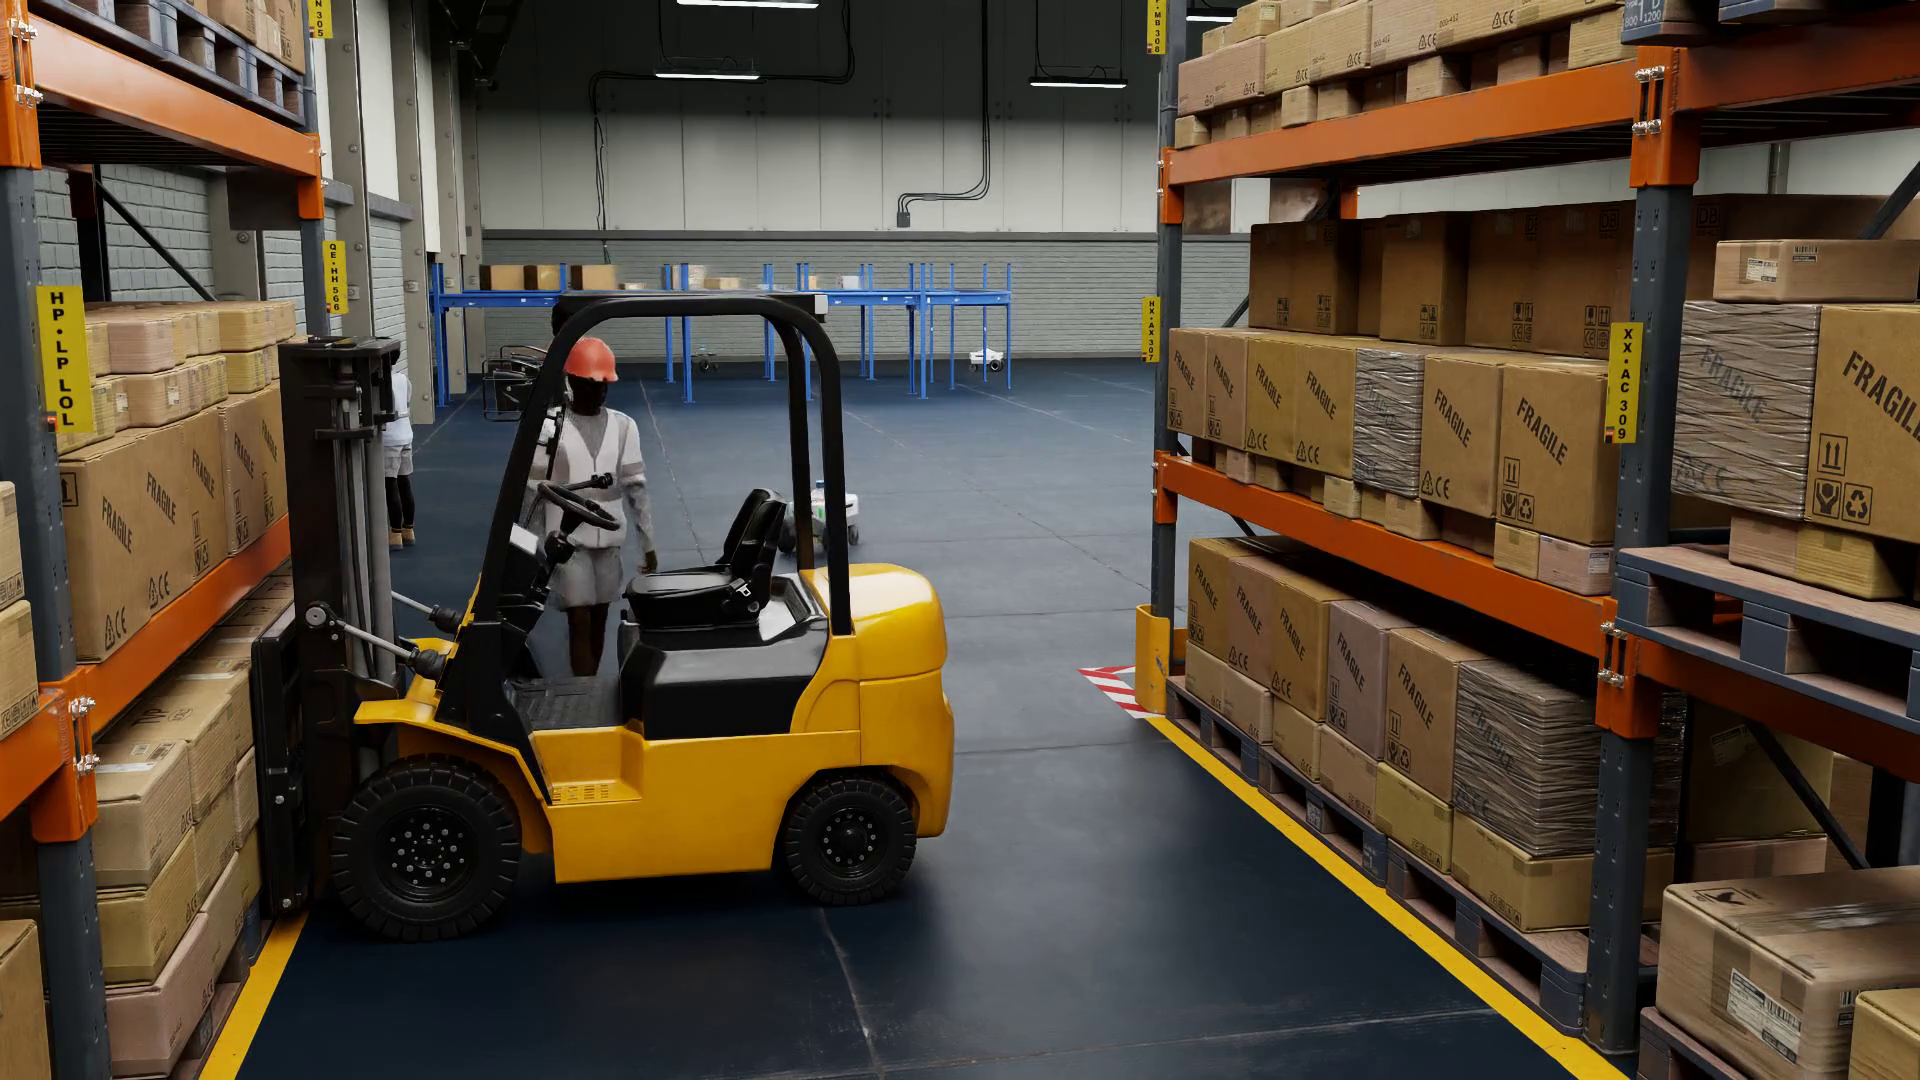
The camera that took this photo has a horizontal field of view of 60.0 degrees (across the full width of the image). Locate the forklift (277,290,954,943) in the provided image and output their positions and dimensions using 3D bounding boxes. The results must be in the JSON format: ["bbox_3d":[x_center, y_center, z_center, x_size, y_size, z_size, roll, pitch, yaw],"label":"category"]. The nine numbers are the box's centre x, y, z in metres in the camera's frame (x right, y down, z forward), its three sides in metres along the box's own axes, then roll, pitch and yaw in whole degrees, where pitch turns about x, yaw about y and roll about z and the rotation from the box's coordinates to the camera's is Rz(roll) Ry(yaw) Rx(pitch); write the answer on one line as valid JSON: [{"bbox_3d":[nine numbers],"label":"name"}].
[{"bbox_3d":[-1.179,0.175,6.143,2.313,2.155,1.214,-2,10,-12],"label":"forklift"}]

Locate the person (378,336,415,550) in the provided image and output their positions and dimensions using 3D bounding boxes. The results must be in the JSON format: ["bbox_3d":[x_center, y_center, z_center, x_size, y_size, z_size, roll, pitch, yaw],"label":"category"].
[{"bbox_3d":[-4.575,-0.781,13.347,0.318,1.700,0.535,1,9,7],"label":"person"}]

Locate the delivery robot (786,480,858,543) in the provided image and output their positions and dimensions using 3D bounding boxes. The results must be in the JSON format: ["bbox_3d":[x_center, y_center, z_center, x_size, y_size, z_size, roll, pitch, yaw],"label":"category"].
[{"bbox_3d":[-1.101,-0.235,13.339,0.477,0.478,0.707,4,10,22],"label":"delivery robot"}]

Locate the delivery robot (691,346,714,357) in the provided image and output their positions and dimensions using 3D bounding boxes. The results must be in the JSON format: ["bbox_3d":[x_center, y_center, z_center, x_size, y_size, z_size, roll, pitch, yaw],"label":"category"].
[{"bbox_3d":[-5.620,-4.115,36.201,0.335,0.223,0.698,4,10,24],"label":"delivery robot"}]

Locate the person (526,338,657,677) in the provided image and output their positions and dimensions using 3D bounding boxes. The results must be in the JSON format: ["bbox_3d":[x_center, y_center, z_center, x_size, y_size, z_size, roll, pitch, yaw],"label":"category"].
[{"bbox_3d":[-1.695,0.014,7.853,0.571,1.907,0.796,-7,12,-36],"label":"person"}]

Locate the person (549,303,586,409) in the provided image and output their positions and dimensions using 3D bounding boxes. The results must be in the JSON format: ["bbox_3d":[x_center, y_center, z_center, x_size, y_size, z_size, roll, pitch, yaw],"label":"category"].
[{"bbox_3d":[-3.697,-1.285,15.751,0.392,1.919,0.590,2,10,13],"label":"person"}]

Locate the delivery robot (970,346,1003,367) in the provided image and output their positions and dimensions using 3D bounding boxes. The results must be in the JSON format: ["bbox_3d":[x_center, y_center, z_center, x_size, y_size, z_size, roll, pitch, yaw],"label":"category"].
[{"bbox_3d":[0.569,-3.974,36.131,0.707,0.478,0.477,2,10,10],"label":"delivery robot"}]
